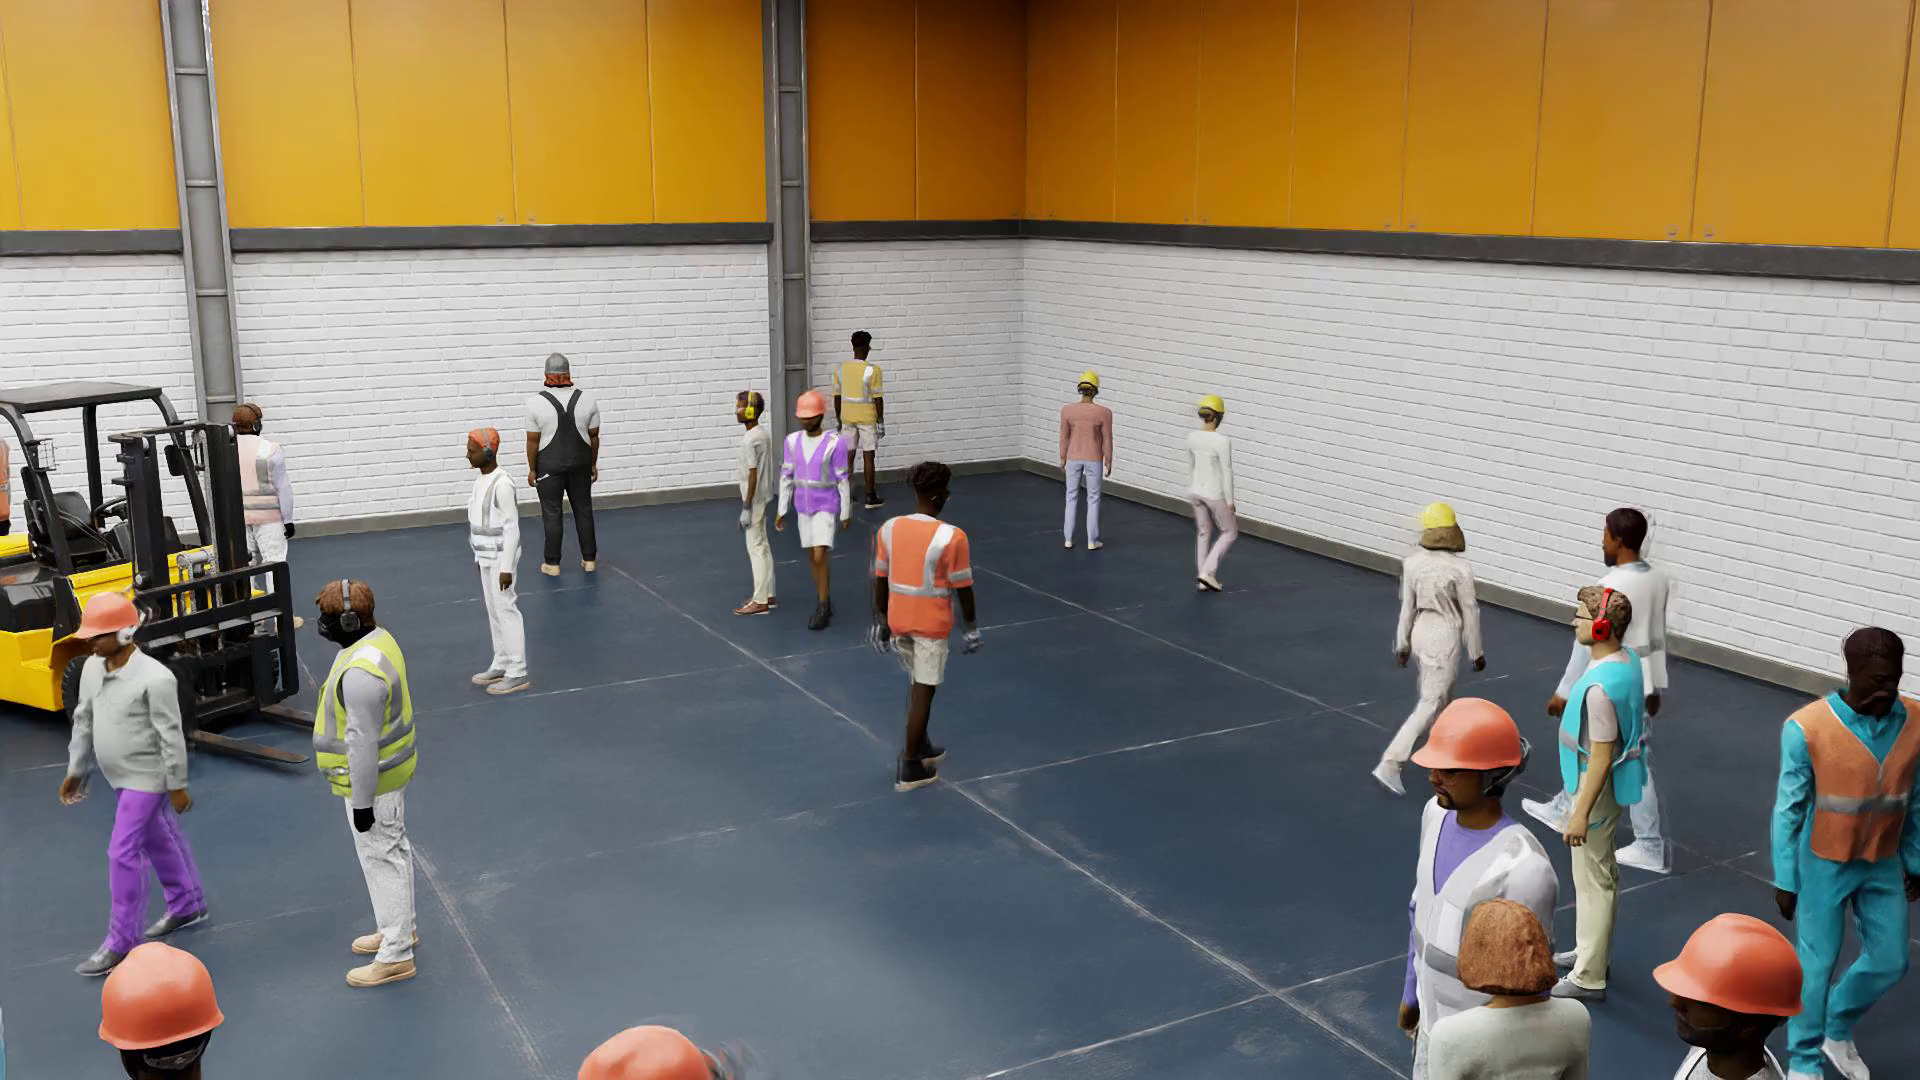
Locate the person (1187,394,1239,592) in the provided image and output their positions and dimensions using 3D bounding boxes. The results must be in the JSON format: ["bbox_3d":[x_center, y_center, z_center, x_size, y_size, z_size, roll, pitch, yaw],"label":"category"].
[{"bbox_3d":[2.203,-0.393,14.470,0.369,1.749,0.553,-8,15,-34],"label":"person"}]

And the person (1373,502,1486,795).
[{"bbox_3d":[2.762,0.628,9.796,0.834,1.704,0.494,-6,13,-26],"label":"person"}]

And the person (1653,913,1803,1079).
[{"bbox_3d":[1.722,1.776,3.867,0.347,1.943,0.544,1,12,7],"label":"person"}]

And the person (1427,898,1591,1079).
[{"bbox_3d":[1.487,1.779,4.608,0.503,1.628,0.286,-3,13,-16],"label":"person"}]

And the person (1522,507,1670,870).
[{"bbox_3d":[3.373,0.755,8.791,0.618,1.874,0.938,-12,17,-43],"label":"person"}]

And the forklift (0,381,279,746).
[{"bbox_3d":[-5.853,0.085,11.199,2.313,2.155,1.214,7,14,28],"label":"forklift"}]

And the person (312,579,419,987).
[{"bbox_3d":[-2.657,1.068,7.462,0.431,1.835,0.623,-3,12,-15],"label":"person"}]

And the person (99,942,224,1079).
[{"bbox_3d":[-1.698,1.819,3.705,0.386,1.932,0.545,11,16,41],"label":"person"}]

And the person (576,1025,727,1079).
[{"bbox_3d":[-0.414,1.842,3.422,0.637,2.007,0.810,9,15,37],"label":"person"}]

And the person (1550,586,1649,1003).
[{"bbox_3d":[2.775,1.106,7.234,0.390,1.847,0.563,6,14,28],"label":"person"}]

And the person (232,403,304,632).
[{"bbox_3d":[-5.584,-0.172,13.236,0.626,1.846,0.429,1,12,6],"label":"person"}]

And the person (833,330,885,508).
[{"bbox_3d":[-1.104,-1.334,18.390,0.611,1.964,0.364,6,13,25],"label":"person"}]

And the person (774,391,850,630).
[{"bbox_3d":[-1.212,-0.235,13.357,0.559,1.910,0.743,6,13,26],"label":"person"}]

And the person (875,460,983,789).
[{"bbox_3d":[-0.163,0.483,9.932,0.613,1.935,0.757,10,15,38],"label":"person"}]

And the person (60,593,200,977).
[{"bbox_3d":[-3.866,1.089,7.610,0.579,1.721,0.792,8,15,34],"label":"person"}]

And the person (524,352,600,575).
[{"bbox_3d":[-3.665,-0.707,15.273,0.684,2.000,0.535,-7,14,-28],"label":"person"}]

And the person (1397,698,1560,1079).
[{"bbox_3d":[1.528,1.466,5.082,0.392,2.045,0.608,-3,12,-15],"label":"person"}]

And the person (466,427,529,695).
[{"bbox_3d":[-3.260,0.139,11.678,0.337,1.883,0.584,-8,14,-32],"label":"person"}]

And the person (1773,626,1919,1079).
[{"bbox_3d":[3.438,1.248,6.430,0.650,1.907,0.470,-2,12,-8],"label":"person"}]

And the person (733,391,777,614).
[{"bbox_3d":[-1.721,-0.304,13.809,0.368,1.870,0.568,1,12,7],"label":"person"}]

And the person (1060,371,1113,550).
[{"bbox_3d":[1.233,-0.773,16.264,0.532,1.756,0.344,3,13,16],"label":"person"}]
